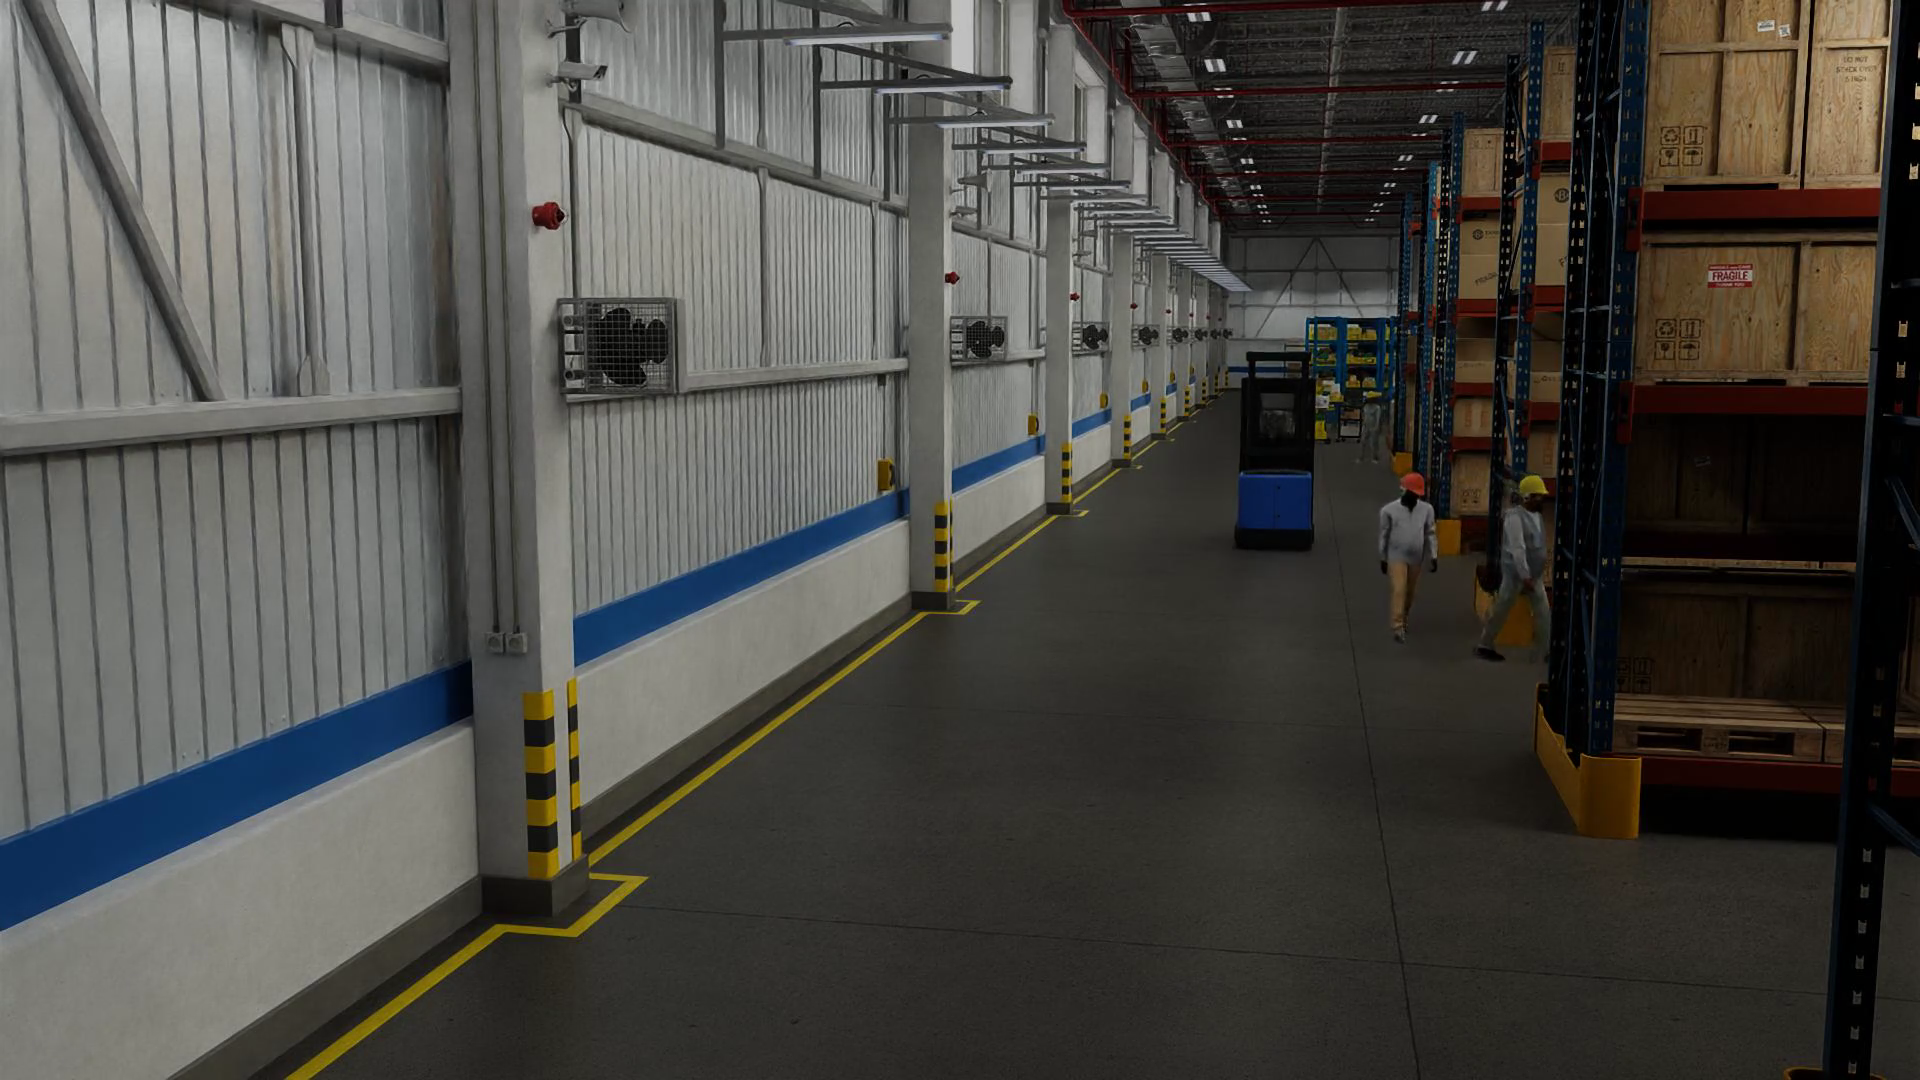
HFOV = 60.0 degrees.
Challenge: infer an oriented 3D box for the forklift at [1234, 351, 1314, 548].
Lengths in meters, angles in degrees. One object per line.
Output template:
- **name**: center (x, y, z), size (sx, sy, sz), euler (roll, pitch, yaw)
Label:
- **forklift**: center (4.615, -1.355, 24.236), size (1.129, 2.768, 1.873), euler (1, 7, 12)

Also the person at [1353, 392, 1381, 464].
- **person**: center (9.566, -2.605, 38.896), size (0.856, 1.704, 0.506), euler (-7, 10, -44)

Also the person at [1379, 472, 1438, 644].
- **person**: center (4.502, 0.153, 16.836), size (0.556, 1.711, 0.769), euler (-1, 7, -8)

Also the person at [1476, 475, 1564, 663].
- **person**: center (5.260, 0.289, 15.460), size (0.593, 1.786, 0.944), euler (-7, 10, -42)
